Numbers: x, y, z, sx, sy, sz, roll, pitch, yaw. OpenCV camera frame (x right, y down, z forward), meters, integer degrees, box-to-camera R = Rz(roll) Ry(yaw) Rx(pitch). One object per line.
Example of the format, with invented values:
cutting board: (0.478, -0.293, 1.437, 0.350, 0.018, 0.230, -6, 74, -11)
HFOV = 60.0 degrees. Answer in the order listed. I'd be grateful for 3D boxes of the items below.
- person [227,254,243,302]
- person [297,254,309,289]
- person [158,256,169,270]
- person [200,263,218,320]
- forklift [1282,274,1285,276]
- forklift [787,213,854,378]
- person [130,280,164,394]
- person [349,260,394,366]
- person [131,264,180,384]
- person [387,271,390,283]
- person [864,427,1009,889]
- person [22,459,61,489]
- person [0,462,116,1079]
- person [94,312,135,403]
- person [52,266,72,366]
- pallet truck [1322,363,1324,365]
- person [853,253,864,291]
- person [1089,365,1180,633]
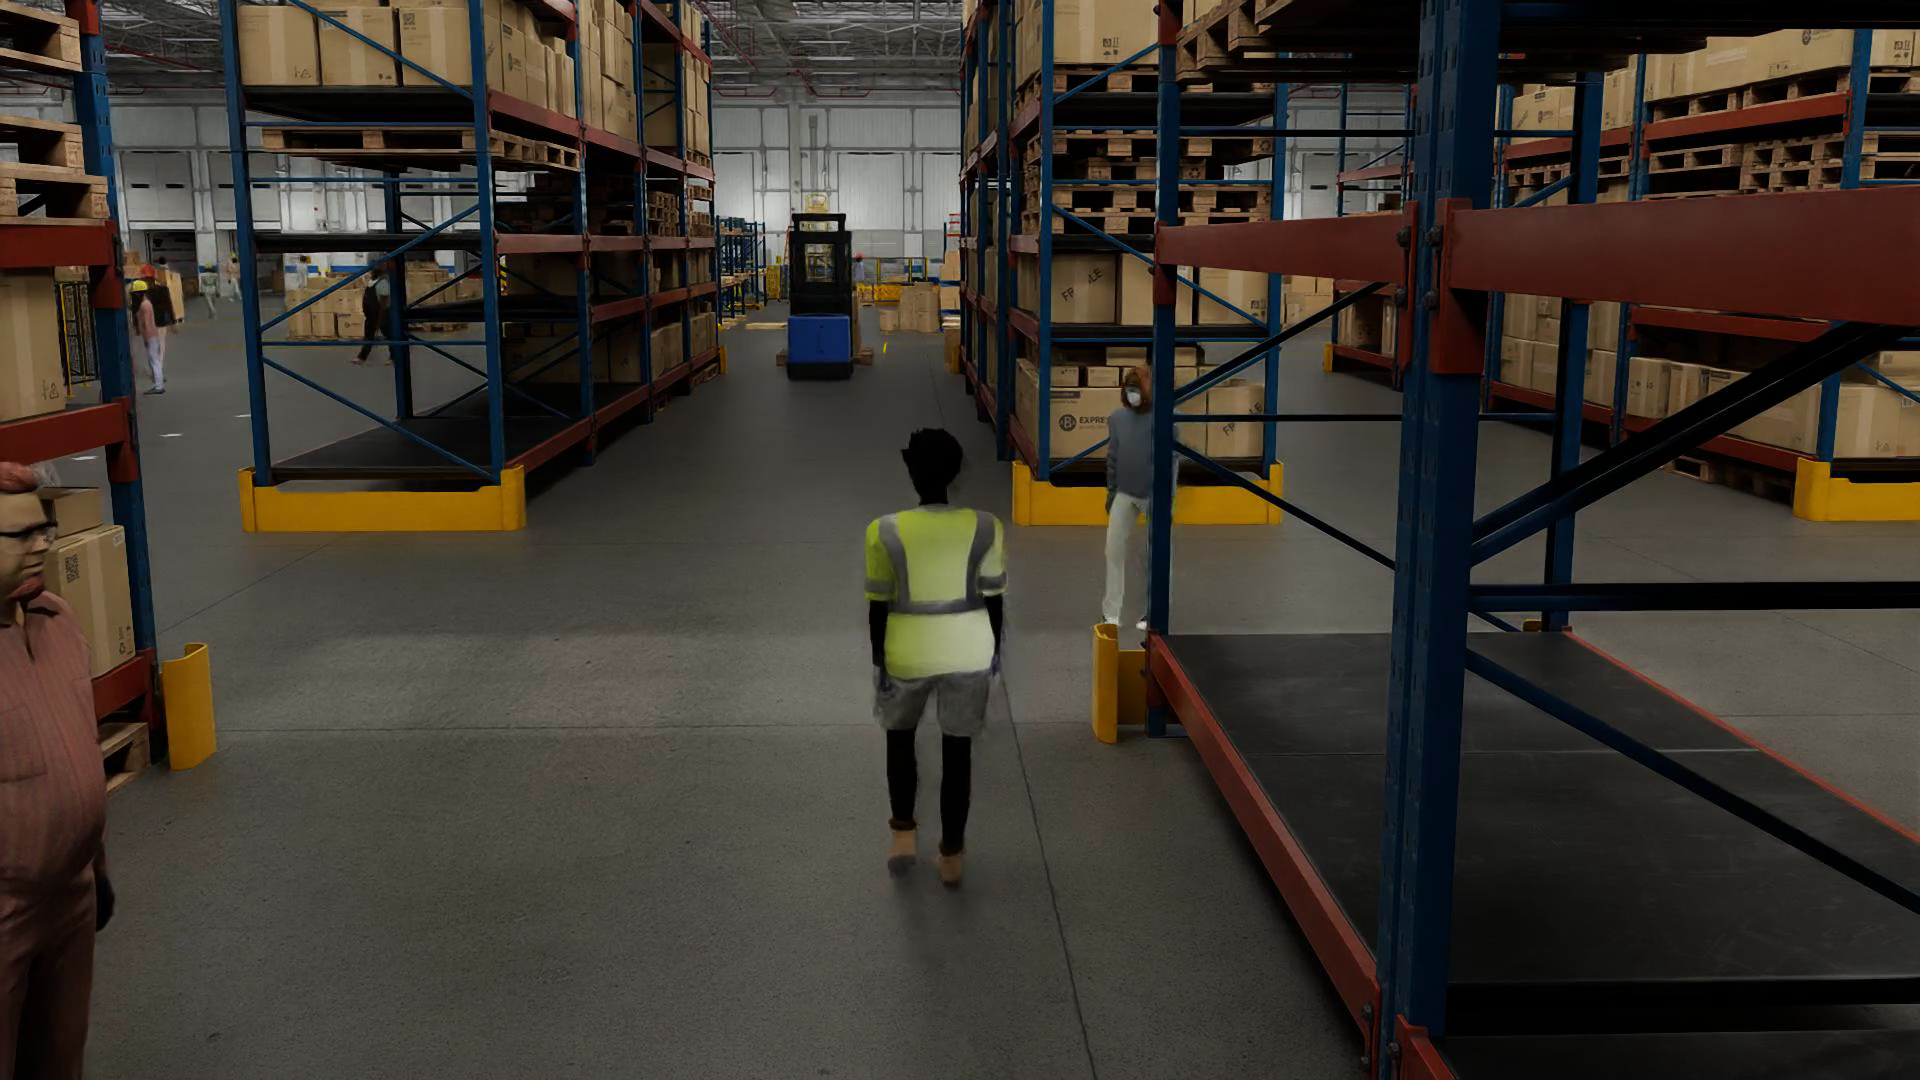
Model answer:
person: (-28.474, -10.295, 65.289, 0.989, 1.880, 0.607, 4, 11, 21)
person: (-21.335, -8.324, 54.157, 0.526, 1.921, 0.650, -8, 13, -38)
person: (-28.229, -9.115, 58.846, 0.485, 1.816, 0.653, -6, 12, -31)
person: (-22.313, -7.387, 49.507, 0.736, 1.715, 0.496, 9, 14, 42)
forklift: (12.240, -10.302, 62.509, 1.129, 2.768, 1.873, 0, 10, -2)
forklift: (-2.418, -4.236, 28.720, 1.129, 2.768, 1.873, 0, 10, -2)
person: (-12.562, -3.124, 25.679, 0.362, 1.755, 0.530, -4, 11, -23)
person: (-11.044, -4.275, 31.277, 0.703, 2.000, 0.969, 9, 14, 41)
person: (-13.298, -3.563, 27.522, 0.629, 1.961, 0.624, 8, 13, 37)
person: (-18.749, -8.402, 55.256, 0.321, 1.692, 0.534, 10, 14, 44)
person: (-0.084, 0.430, 6.075, 0.534, 1.684, 0.434, -1, 10, -5)
person: (-6.180, -0.571, 10.971, 0.551, 1.925, 0.571, -3, 11, -17)
person: (-2.031, 0.772, 3.575, 0.395, 1.899, 0.641, 1, 10, 4)
person: (-11.602, -2.590, 22.740, 0.551, 1.721, 0.868, 0, 10, 2)
person: (-17.126, -4.246, 31.319, 0.607, 1.966, 0.374, 3, 11, 16)
pallet truck: (7.712, -4.157, 30.737, 1.885, 1.965, 0.823, 3, 11, 16)
person: (-3.835, -9.877, 62.795, 0.399, 1.926, 0.566, -5, 11, -25)
person: (1.025, -0.223, 9.875, 0.529, 1.604, 0.695, 7, 12, 34)
